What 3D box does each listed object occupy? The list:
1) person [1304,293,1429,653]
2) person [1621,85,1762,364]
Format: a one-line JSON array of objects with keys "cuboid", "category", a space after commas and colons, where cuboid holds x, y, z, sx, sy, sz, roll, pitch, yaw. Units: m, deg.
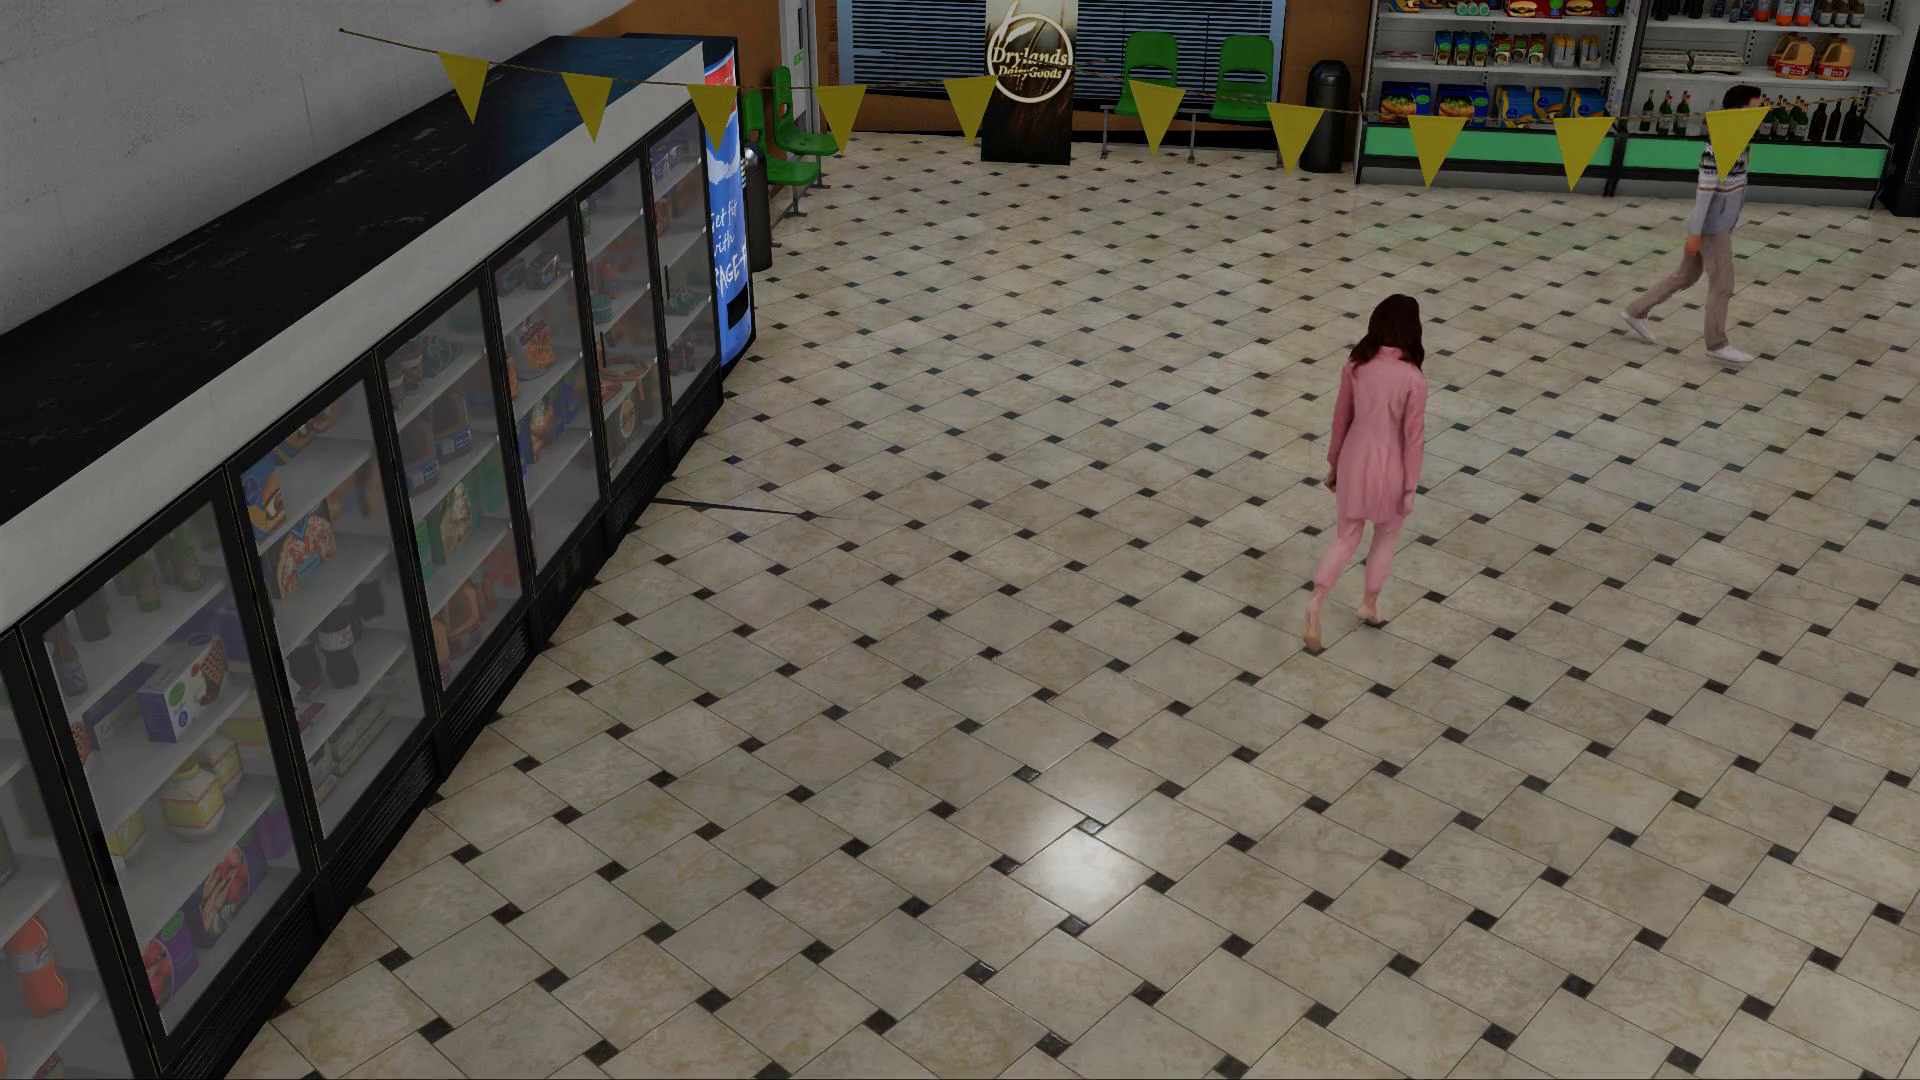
[{"cuboid": [1.893, -0.256, 7.779, 1.059, 1.782, 0.978, 20, 35, 33], "category": "person"}, {"cuboid": [4.949, -2.133, 11.147, 1.248, 1.849, 0.972, 16, 32, 27], "category": "person"}]
